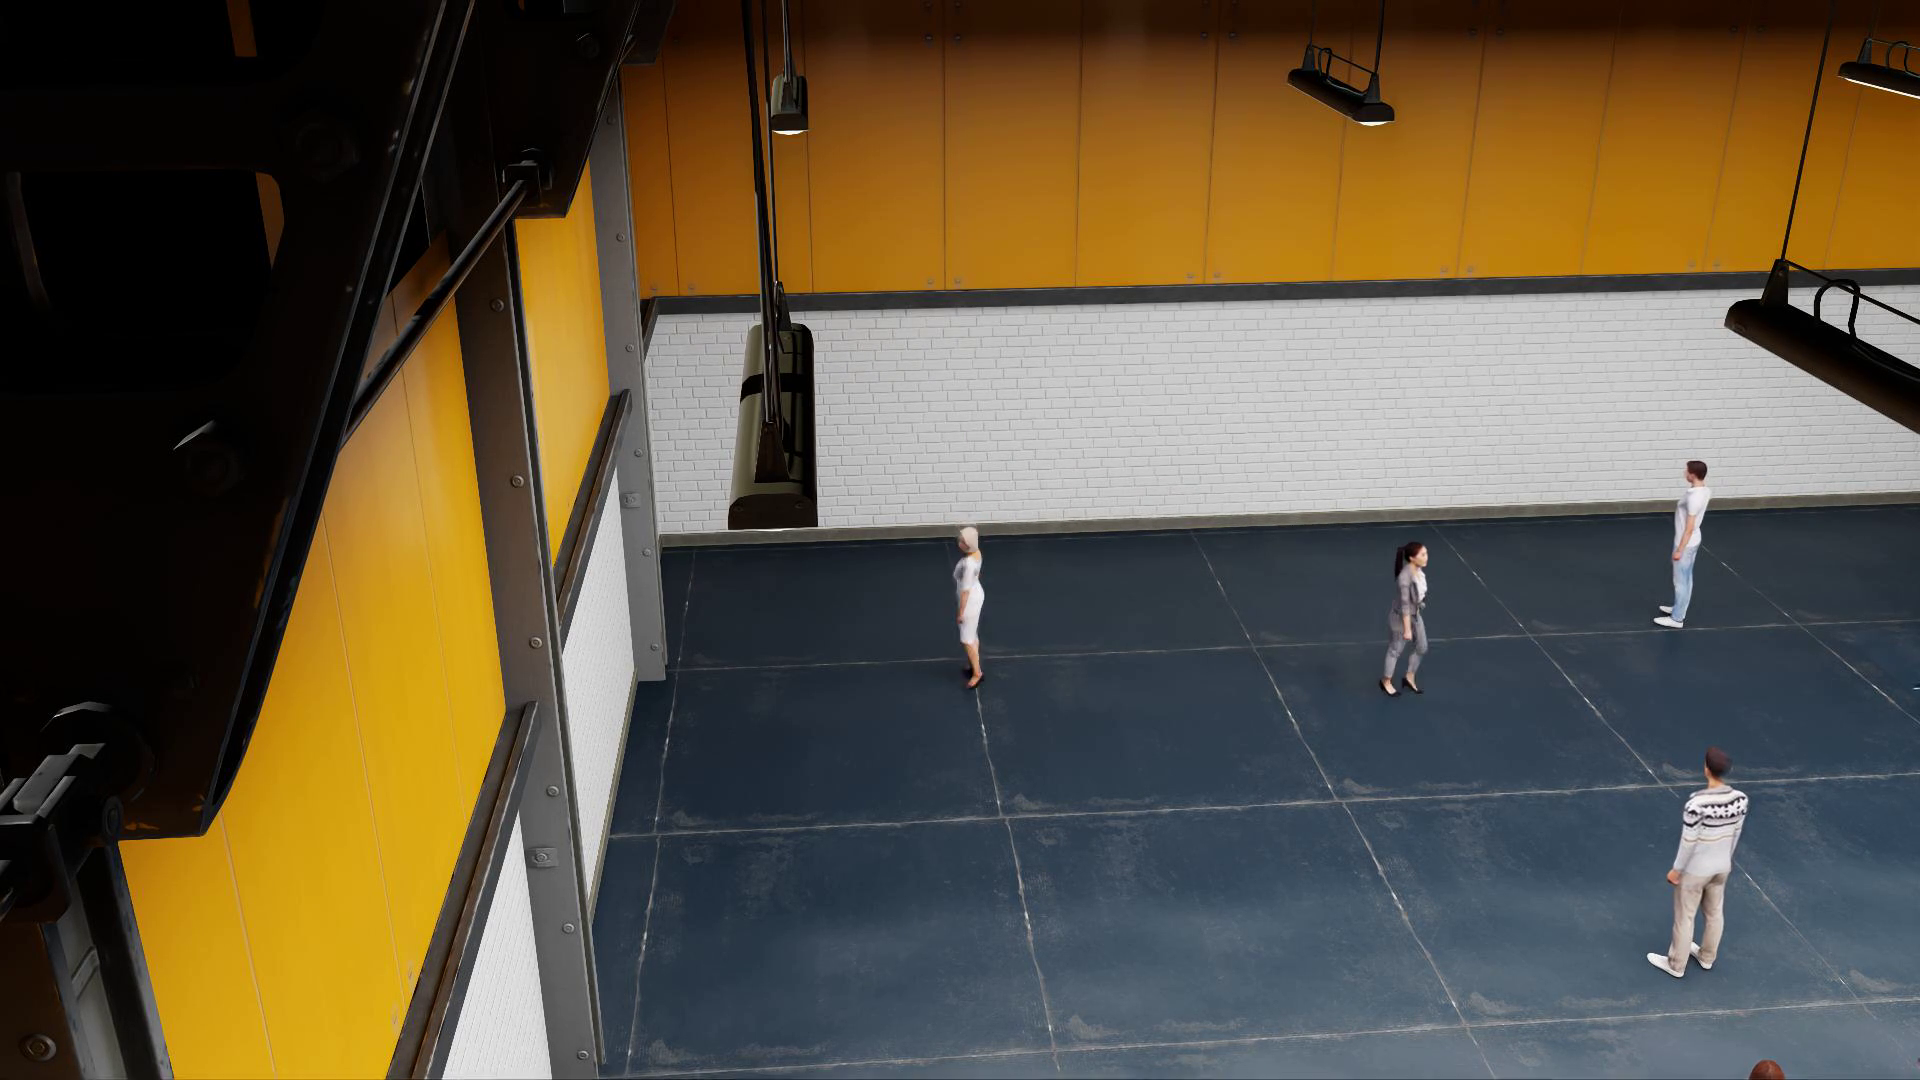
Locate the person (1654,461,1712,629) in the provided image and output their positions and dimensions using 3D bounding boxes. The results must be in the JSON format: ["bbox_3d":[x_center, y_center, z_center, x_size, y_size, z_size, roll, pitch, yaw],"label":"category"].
[{"bbox_3d":[7.731,0.028,17.669,0.786,1.856,0.704,16,28,32],"label":"person"}]

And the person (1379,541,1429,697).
[{"bbox_3d":[4.265,0.765,16.229,0.840,1.661,0.772,14,27,30],"label":"person"}]

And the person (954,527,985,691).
[{"bbox_3d":[0.101,0.615,16.483,0.753,1.731,0.583,11,26,24],"label":"person"}]

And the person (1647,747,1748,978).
[{"bbox_3d":[5.493,2.387,12.269,0.729,1.859,0.652,-7,25,-16],"label":"person"}]
